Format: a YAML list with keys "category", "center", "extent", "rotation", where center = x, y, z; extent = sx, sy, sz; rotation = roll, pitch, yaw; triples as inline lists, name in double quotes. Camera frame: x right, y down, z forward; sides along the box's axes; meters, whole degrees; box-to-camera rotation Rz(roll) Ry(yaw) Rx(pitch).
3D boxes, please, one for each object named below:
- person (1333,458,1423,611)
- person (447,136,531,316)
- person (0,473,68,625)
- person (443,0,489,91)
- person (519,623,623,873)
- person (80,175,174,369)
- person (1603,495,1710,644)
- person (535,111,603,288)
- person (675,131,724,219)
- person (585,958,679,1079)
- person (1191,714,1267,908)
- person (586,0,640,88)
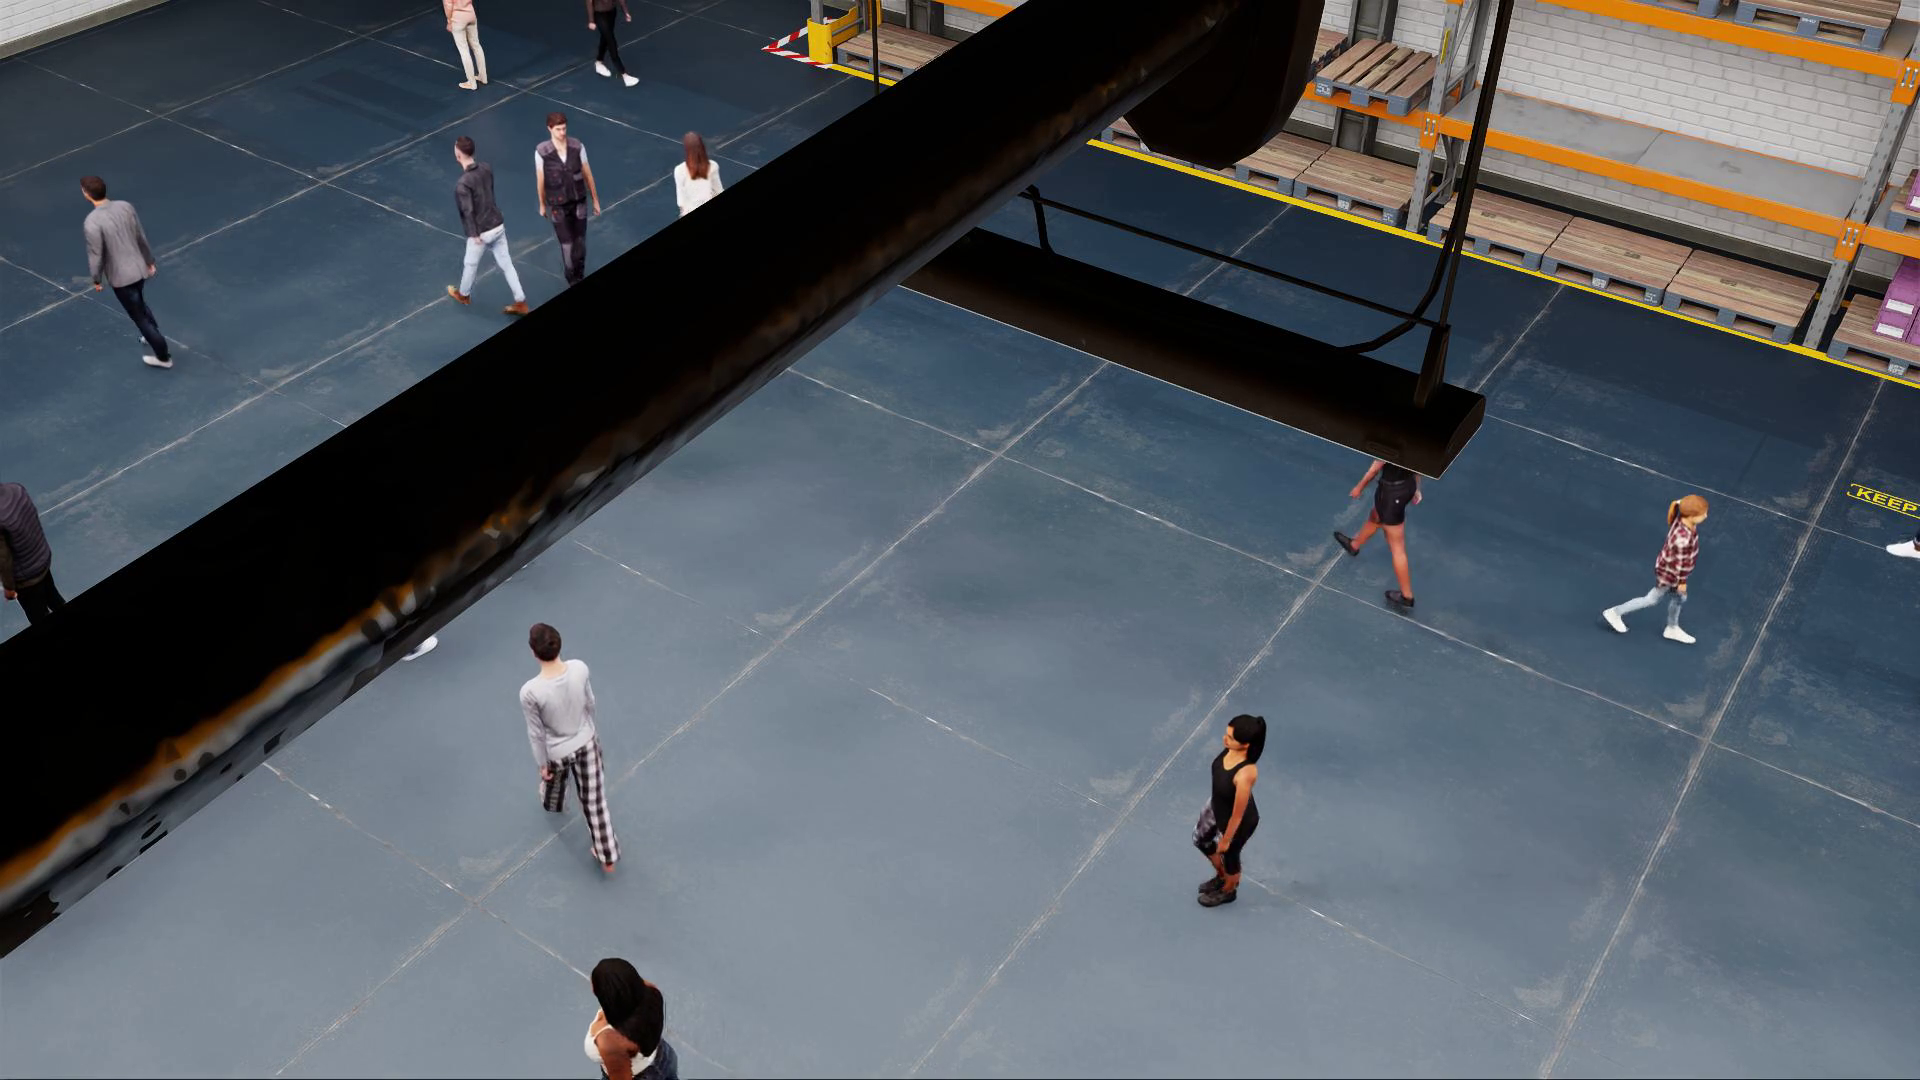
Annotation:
- category: "person"
  center: [3.294, -0.241, 12.382]
  extent: [0.815, 1.688, 1.230]
  rotation: [-28, 46, -30]
- category: "person"
  center: [-4.373, -2.891, 15.616]
  extent: [1.121, 1.793, 0.745]
  rotation: [17, 42, 20]
- category: "person"
  center: [-6.582, 0.190, 11.724]
  extent: [0.806, 1.836, 0.774]
  rotation: [-3, 39, -3]
- category: "person"
  center: [-5.957, -6.258, 19.888]
  extent: [0.531, 1.723, 0.611]
  rotation: [21, 43, 24]
- category: "person"
  center: [-2.387, 1.331, 10.328]
  extent: [0.902, 1.794, 1.251]
  rotation: [-25, 45, -28]
- category: "person"
  center: [-7.404, -2.371, 14.918]
  extent: [0.890, 1.851, 0.829]
  rotation: [11, 40, 13]
- category: "person"
  center: [5.124, 0.211, 12.138]
  extent: [0.930, 1.286, 0.611]
  rotation: [17, 42, 20]
- category: "person"
  center: [-3.837, -3.310, 16.107]
  extent: [0.865, 1.834, 0.931]
  rotation: [-20, 43, -24]
- category: "person"
  center: [-2.468, -3.103, 15.976]
  extent: [0.864, 1.675, 0.993]
  rotation: [-16, 41, -19]
- category: "person"
  center: [-1.551, 2.792, 8.525]
  extent: [1.213, 1.762, 0.822]
  rotation: [14, 41, 17]
- category: "person"
  center: [1.715, 1.642, 10.050]
  extent: [0.755, 1.655, 0.697]
  rotation: [-6, 39, -7]
- category: "person"
  center: [-4.322, -6.326, 20.030]
  extent: [1.070, 1.652, 0.606]
  rotation: [24, 45, 27]
